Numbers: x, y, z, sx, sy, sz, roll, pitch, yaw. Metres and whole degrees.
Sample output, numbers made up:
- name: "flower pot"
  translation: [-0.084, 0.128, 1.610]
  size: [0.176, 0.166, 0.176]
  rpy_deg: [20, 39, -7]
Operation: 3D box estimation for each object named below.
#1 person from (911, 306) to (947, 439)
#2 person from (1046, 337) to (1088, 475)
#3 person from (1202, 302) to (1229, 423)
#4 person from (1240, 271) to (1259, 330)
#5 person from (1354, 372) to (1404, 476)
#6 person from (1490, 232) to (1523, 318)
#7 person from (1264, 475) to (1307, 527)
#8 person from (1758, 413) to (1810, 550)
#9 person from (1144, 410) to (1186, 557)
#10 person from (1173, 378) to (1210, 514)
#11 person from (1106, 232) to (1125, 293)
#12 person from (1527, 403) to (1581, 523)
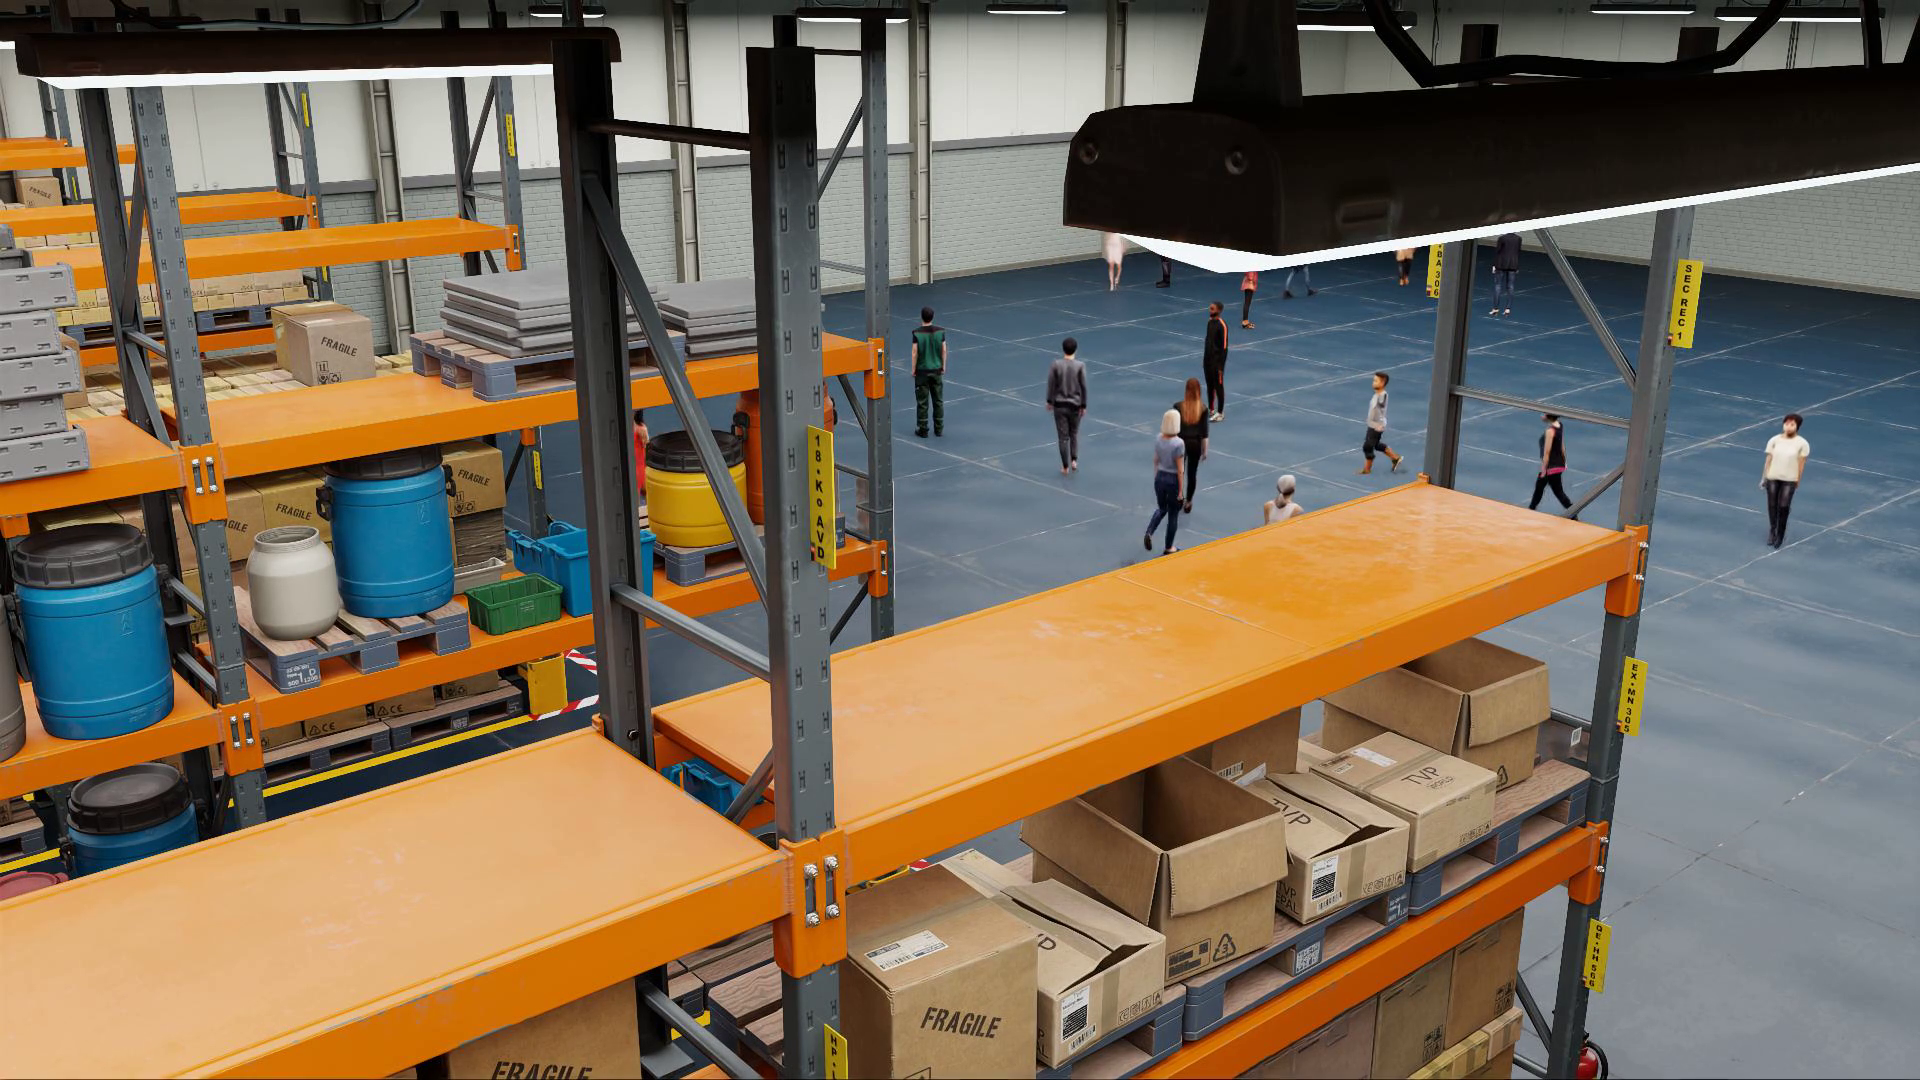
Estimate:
- name: "person"
  translation: [-0.456, -2.445, 24.114]
  size: [0.661, 1.900, 0.815]
  rpy_deg: [-6, 19, -18]
- name: "person"
  translation: [1.431, -1.768, 22.148]
  size: [0.892, 1.830, 0.953]
  rpy_deg: [0, 18, 1]
- name: "person"
  translation: [3.845, -2.696, 25.035]
  size: [0.616, 1.807, 0.682]
  rpy_deg: [-8, 20, -24]
- name: "person"
  translation: [5.603, -4.959, 32.151]
  size: [0.763, 1.702, 0.679]
  rpy_deg: [4, 19, 13]
- name: "person"
  translation: [5.631, -1.596, 22.244]
  size: [0.993, 1.444, 0.892]
  rpy_deg: [-1, 18, -2]
- name: "person"
  translation: [9.889, -4.959, 30.209]
  size: [0.816, 1.779, 0.789]
  rpy_deg: [1, 18, 3]
- name: "person"
  translation: [3.102, 0.214, 16.309]
  size: [0.813, 1.677, 0.971]
  rpy_deg: [9, 20, 25]
- name: "person"
  translation: [9.546, -0.700, 19.280]
  size: [0.625, 1.576, 0.628]
  rpy_deg: [16, 24, 39]
- name: "person"
  translation: [2.307, -0.621, 18.815]
  size: [0.746, 1.712, 0.597]
  rpy_deg: [-16, 24, -41]
- name: "person"
  translation: [2.784, -1.122, 20.372]
  size: [0.842, 1.700, 0.915]
  rpy_deg: [3, 18, 10]
- name: "person"
  translation: [3.385, -6.330, 36.203]
  size: [0.987, 1.802, 1.131]
  rpy_deg: [4, 19, 13]
- name: "person"
  translation: [7.178, -0.874, 19.941]
  size: [0.887, 1.496, 1.038]
  rpy_deg: [12, 22, 34]
